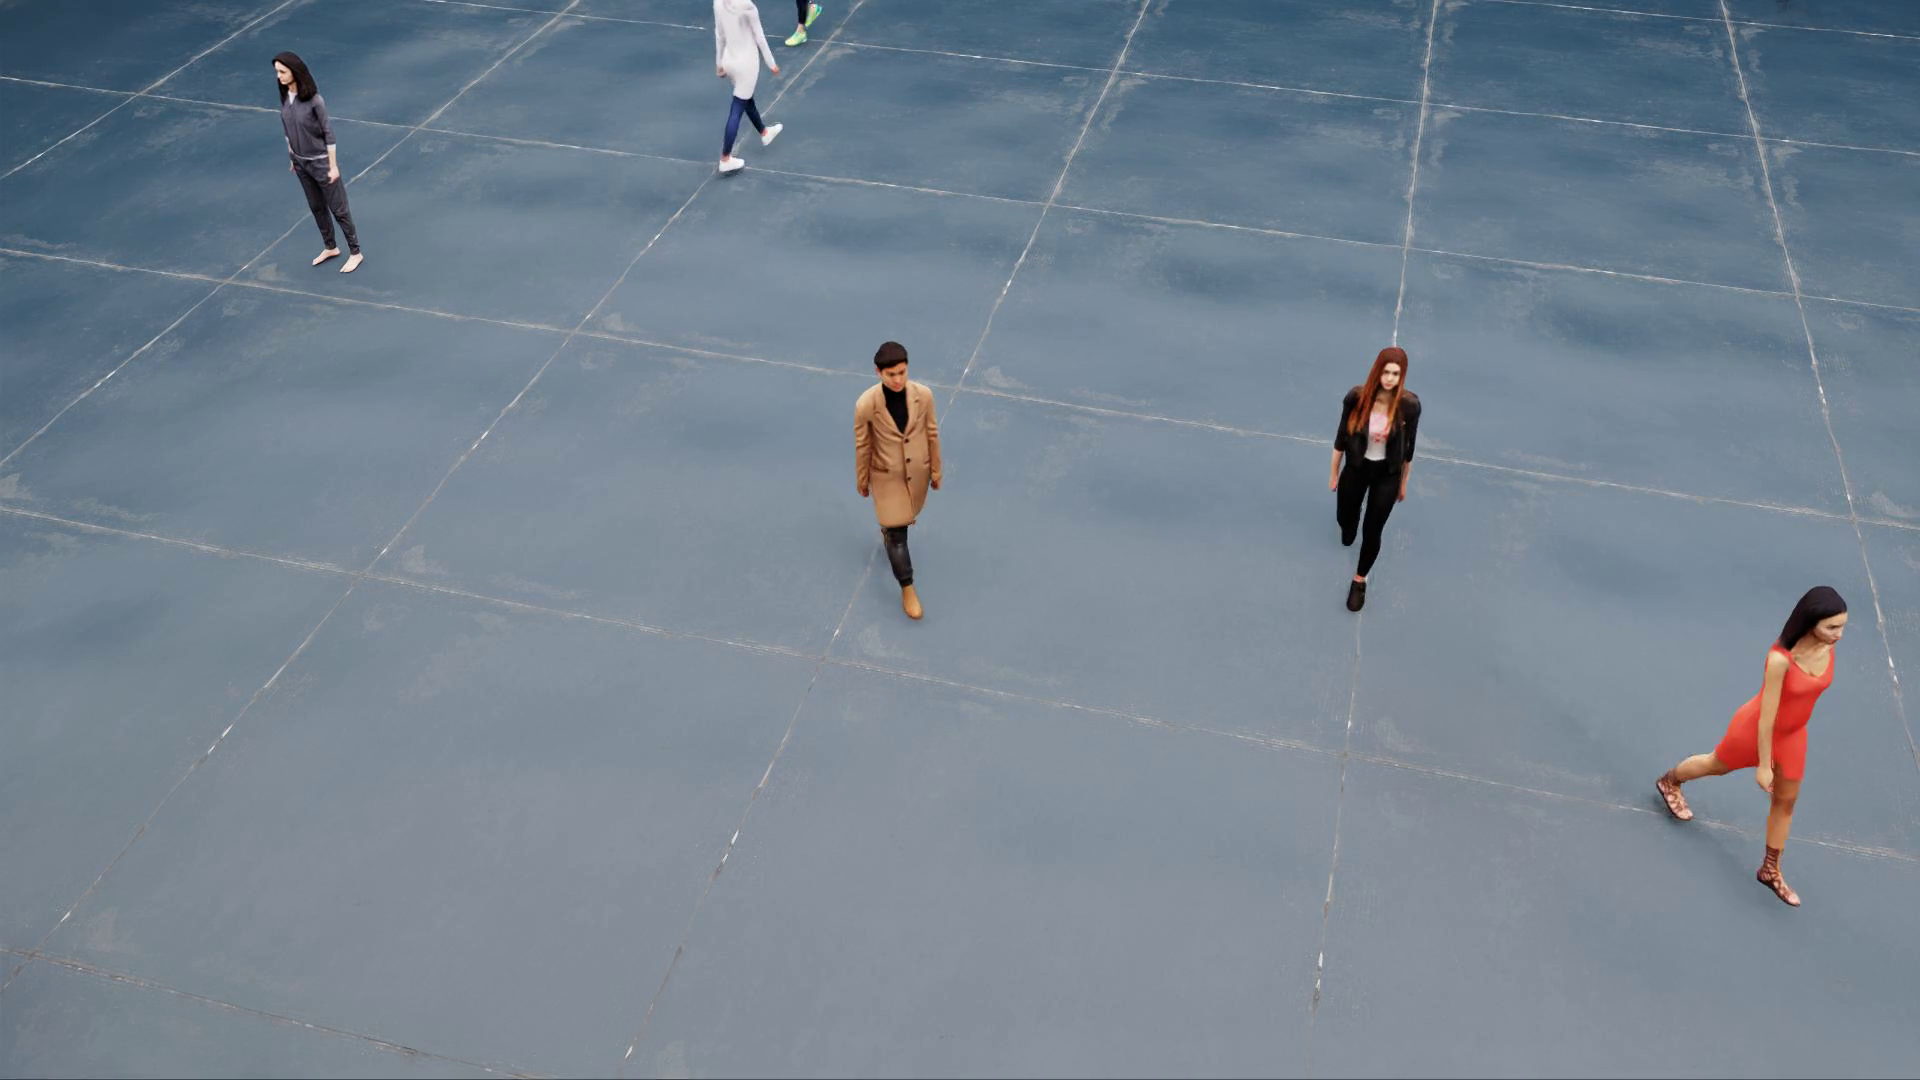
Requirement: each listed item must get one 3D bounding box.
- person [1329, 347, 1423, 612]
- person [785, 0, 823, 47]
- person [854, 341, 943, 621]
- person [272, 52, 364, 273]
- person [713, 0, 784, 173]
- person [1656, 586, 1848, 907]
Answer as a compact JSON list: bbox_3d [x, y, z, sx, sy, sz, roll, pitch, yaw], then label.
[{"bbox_3d":[2.417,-0.432,9.733,0.624,1.695,0.922,11,39,13],"label":"person"},{"bbox_3d":[-1.555,-5.834,16.640,0.792,1.692,0.898,31,48,34],"label":"person"},{"bbox_3d":[-0.374,-0.448,9.748,1.041,1.702,1.191,-13,40,-16],"label":"person"},{"bbox_3d":[-4.983,-2.931,12.872,0.634,1.764,0.564,16,41,19],"label":"person"},{"bbox_3d":[-1.935,-4.004,14.273,0.944,1.727,1.220,27,45,30],"label":"person"},{"bbox_3d":[3.825,0.893,8.055,1.056,1.675,1.180,-16,41,-20],"label":"person"}]
